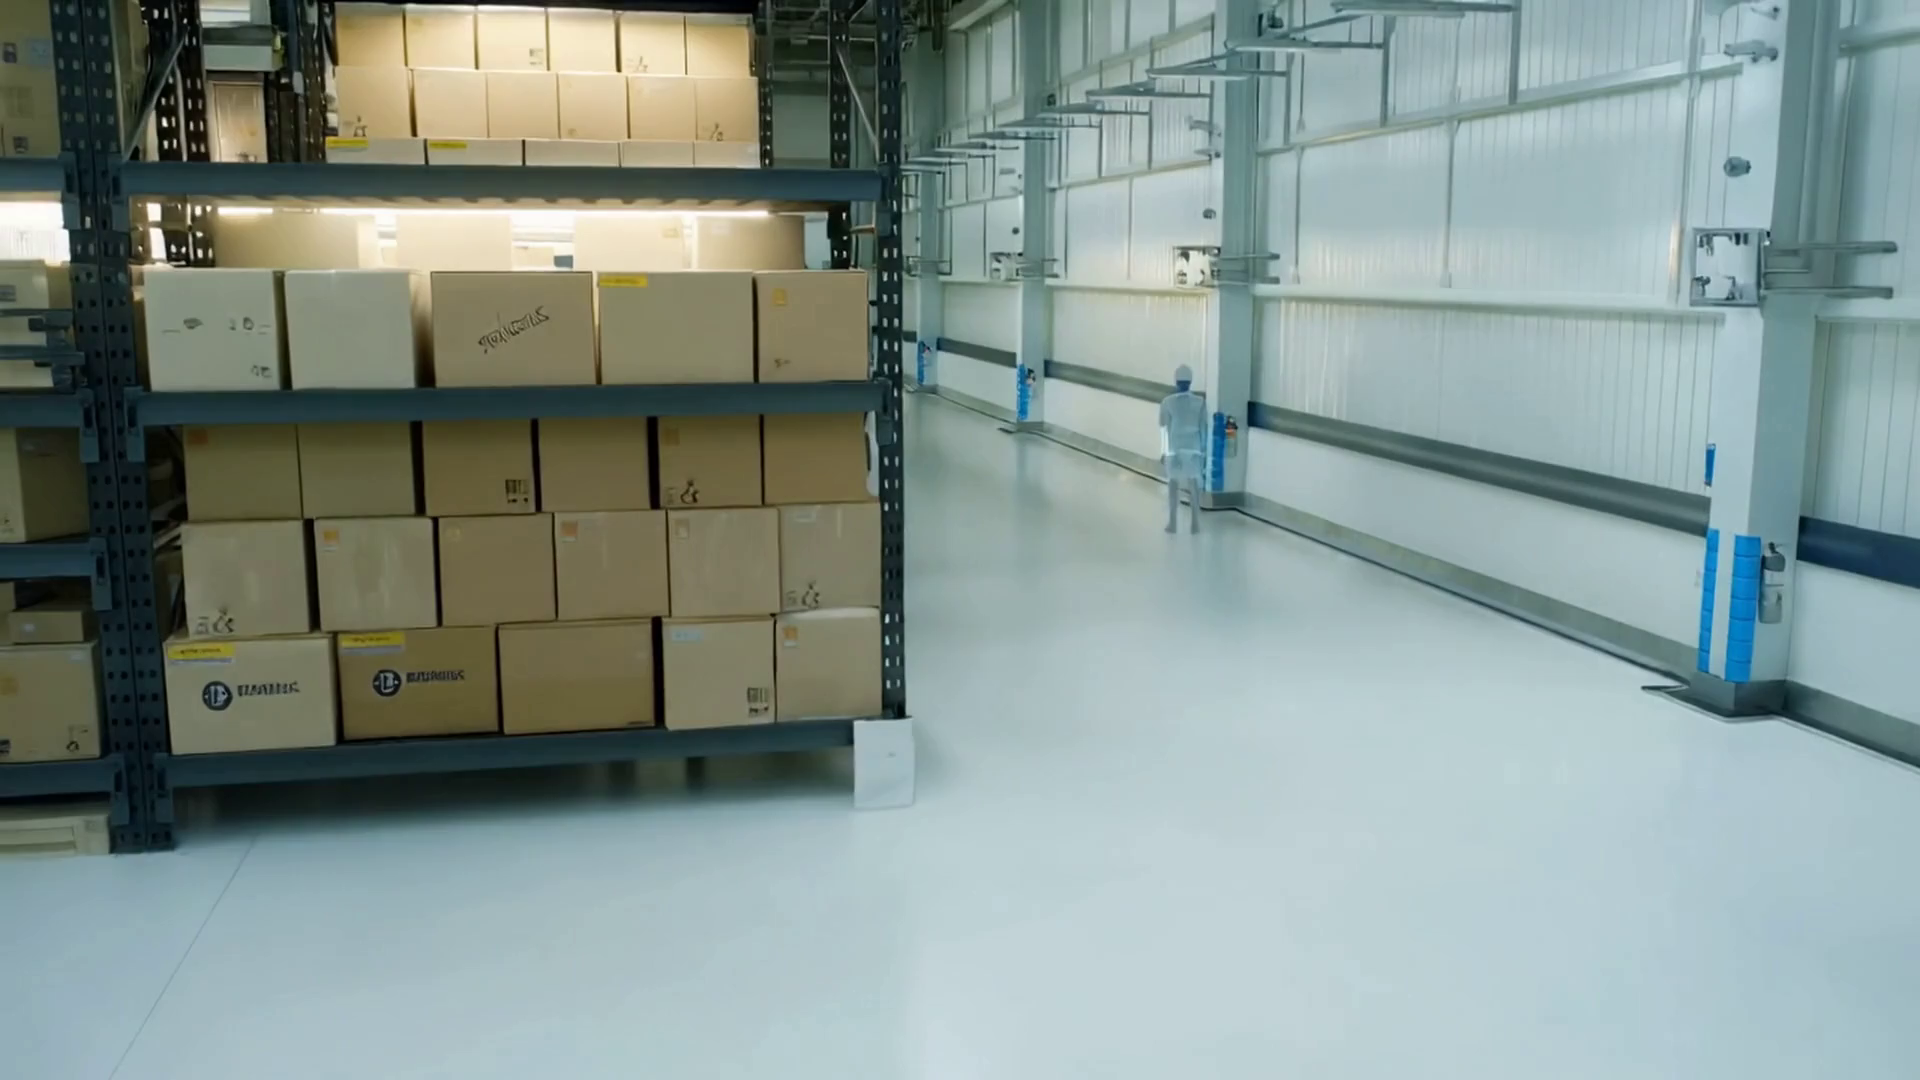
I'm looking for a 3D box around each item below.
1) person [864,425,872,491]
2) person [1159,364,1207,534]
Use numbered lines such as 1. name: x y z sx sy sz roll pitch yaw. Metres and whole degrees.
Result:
1. person: -1.228 -0.704 17.625 0.579 1.702 0.893 -1 9 -8
2. person: 2.529 -1.031 18.949 0.547 1.938 0.377 0 9 1
